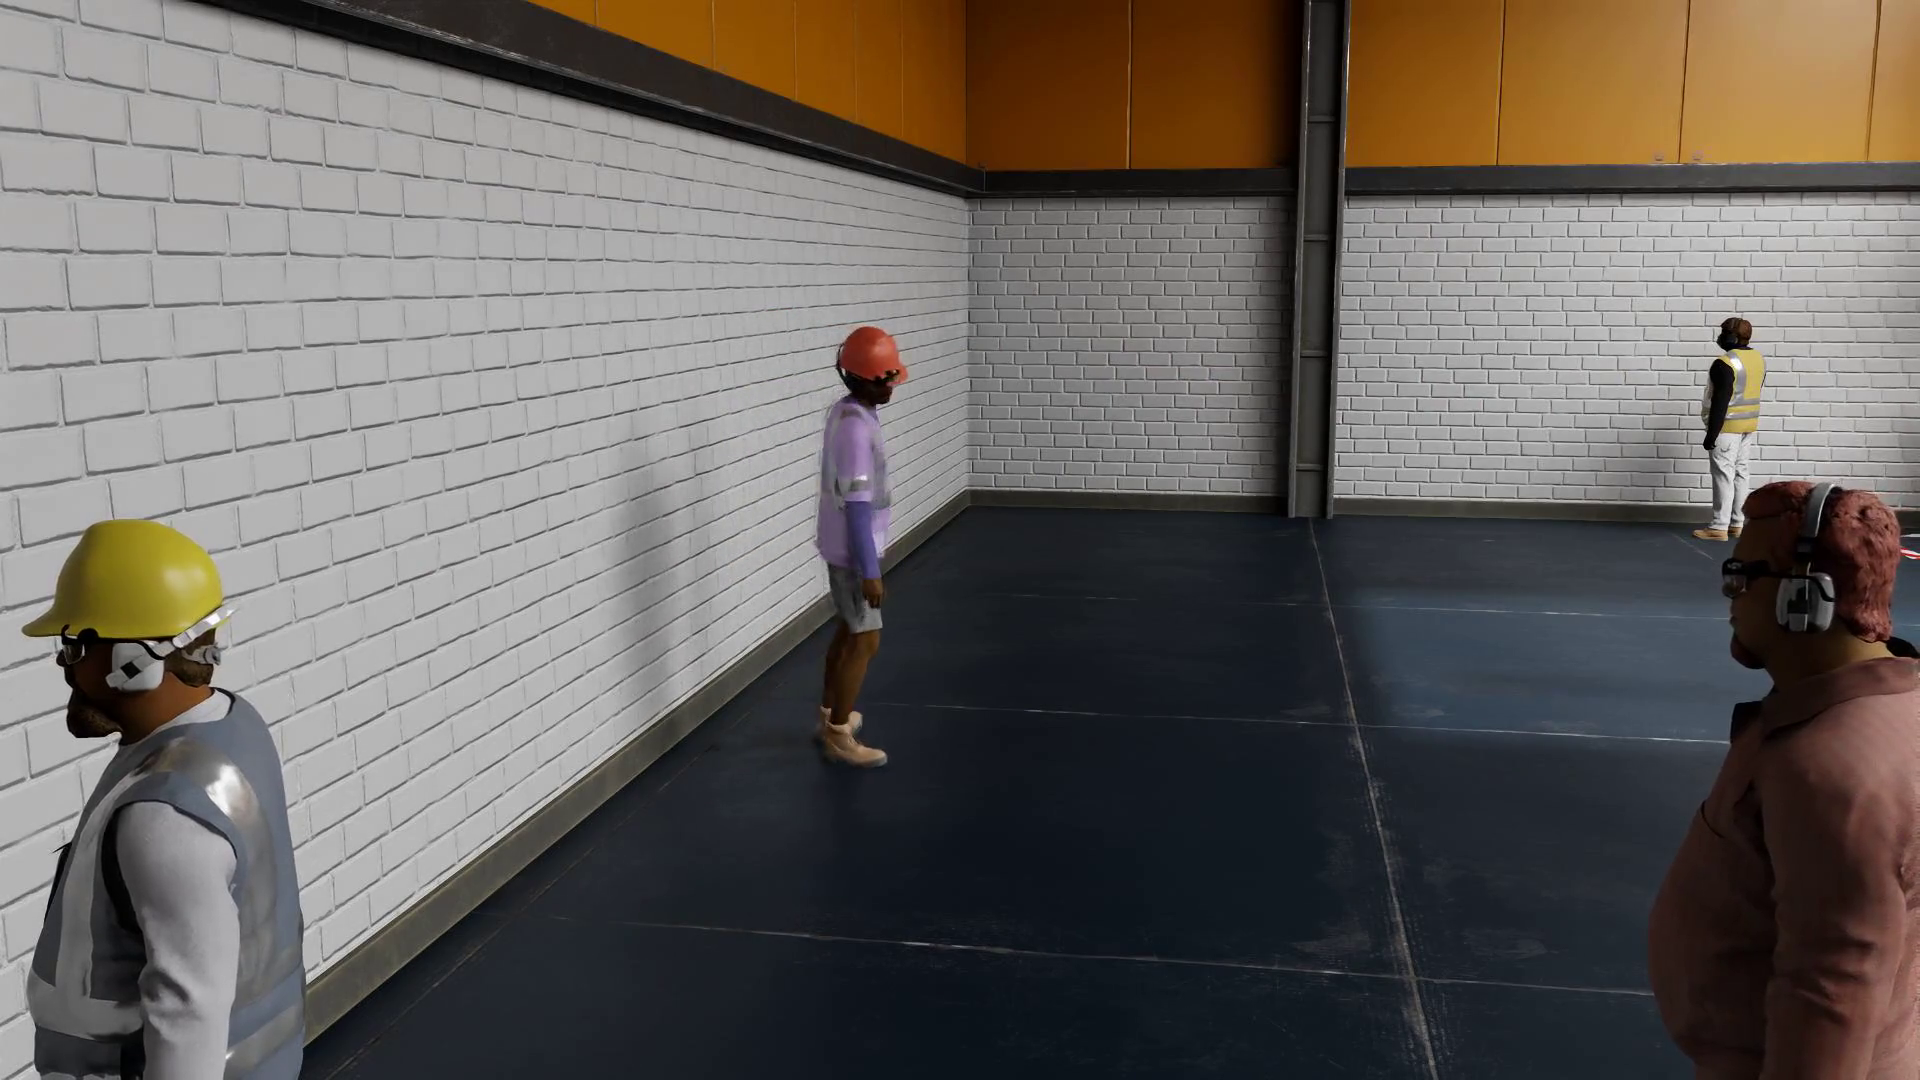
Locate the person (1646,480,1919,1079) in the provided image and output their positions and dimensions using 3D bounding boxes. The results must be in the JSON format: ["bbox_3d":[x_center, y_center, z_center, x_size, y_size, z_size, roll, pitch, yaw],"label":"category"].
[{"bbox_3d":[1.272,0.856,2.590,0.403,1.906,0.651,6,11,32],"label":"person"}]

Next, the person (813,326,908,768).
[{"bbox_3d":[-0.460,0.031,7.480,0.436,1.985,0.811,-1,9,-8],"label":"person"}]

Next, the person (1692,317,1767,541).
[{"bbox_3d":[6.361,-0.915,13.772,0.625,1.847,0.429,-7,12,-37],"label":"person"}]

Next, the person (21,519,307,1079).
[{"bbox_3d":[-1.274,0.873,2.711,0.403,1.833,0.590,-3,10,-19],"label":"person"}]
